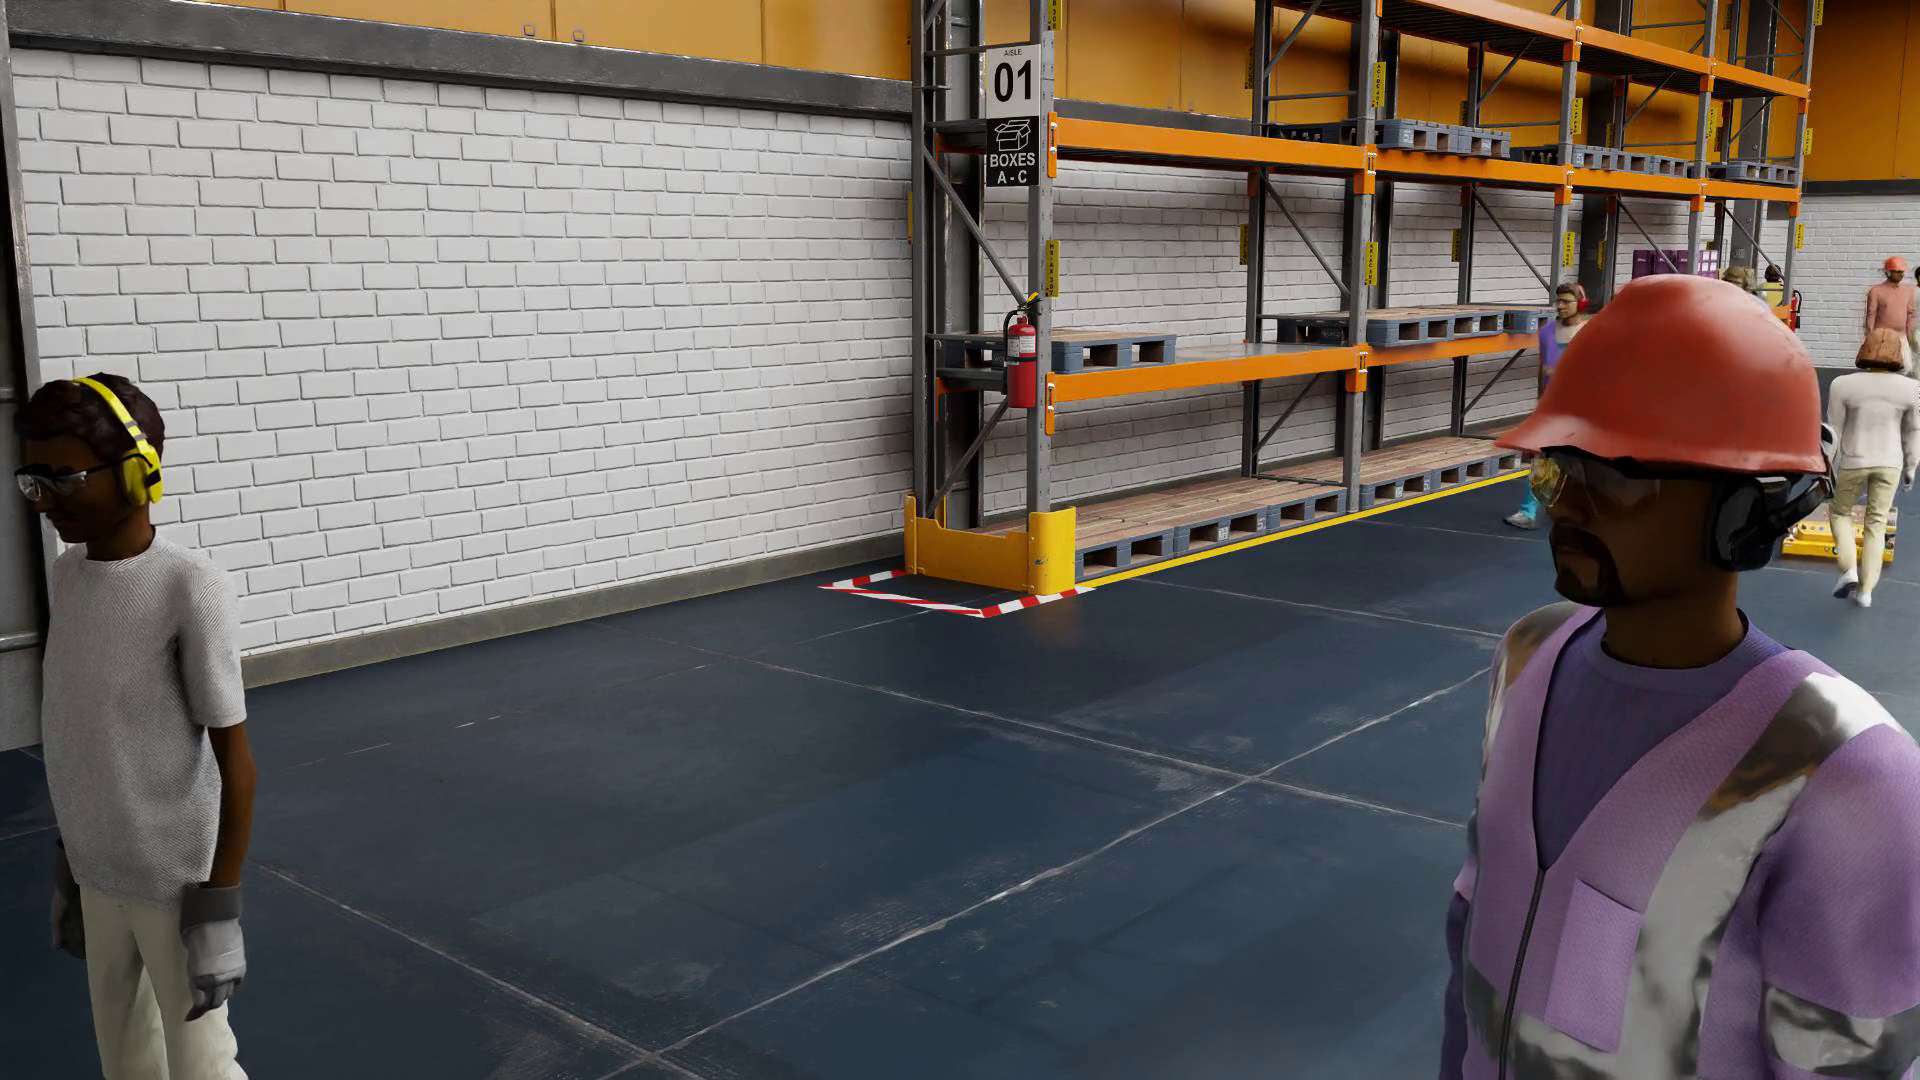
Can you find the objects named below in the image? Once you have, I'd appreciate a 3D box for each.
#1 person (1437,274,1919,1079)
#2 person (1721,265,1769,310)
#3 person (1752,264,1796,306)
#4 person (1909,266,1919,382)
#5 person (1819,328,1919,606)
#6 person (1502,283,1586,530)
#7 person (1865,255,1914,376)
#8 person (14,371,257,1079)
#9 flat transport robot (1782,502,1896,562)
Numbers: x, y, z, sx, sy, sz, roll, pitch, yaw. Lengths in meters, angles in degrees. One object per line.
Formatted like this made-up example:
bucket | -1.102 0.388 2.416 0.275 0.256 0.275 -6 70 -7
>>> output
person | 0.701 0.747 1.808 0.364 2.048 0.608 -3 10 -18
person | 7.200 -1.613 15.607 0.633 1.916 0.589 9 14 43
person | 11.672 -3.048 24.004 0.624 1.844 0.429 1 10 4
person | 13.430 -2.963 23.533 0.785 1.845 0.525 6 12 33
person | 5.280 -0.420 9.668 0.519 1.618 0.344 3 11 19
person | 4.347 -0.950 12.115 0.854 1.812 0.596 -8 12 -37
person | 11.658 -2.564 20.848 0.659 1.978 0.440 -1 10 -6
person | -1.474 0.632 2.988 0.509 1.865 0.329 6 11 29
flat transport robot | 6.136 -0.079 11.566 0.652 0.197 1.431 6 11 29
